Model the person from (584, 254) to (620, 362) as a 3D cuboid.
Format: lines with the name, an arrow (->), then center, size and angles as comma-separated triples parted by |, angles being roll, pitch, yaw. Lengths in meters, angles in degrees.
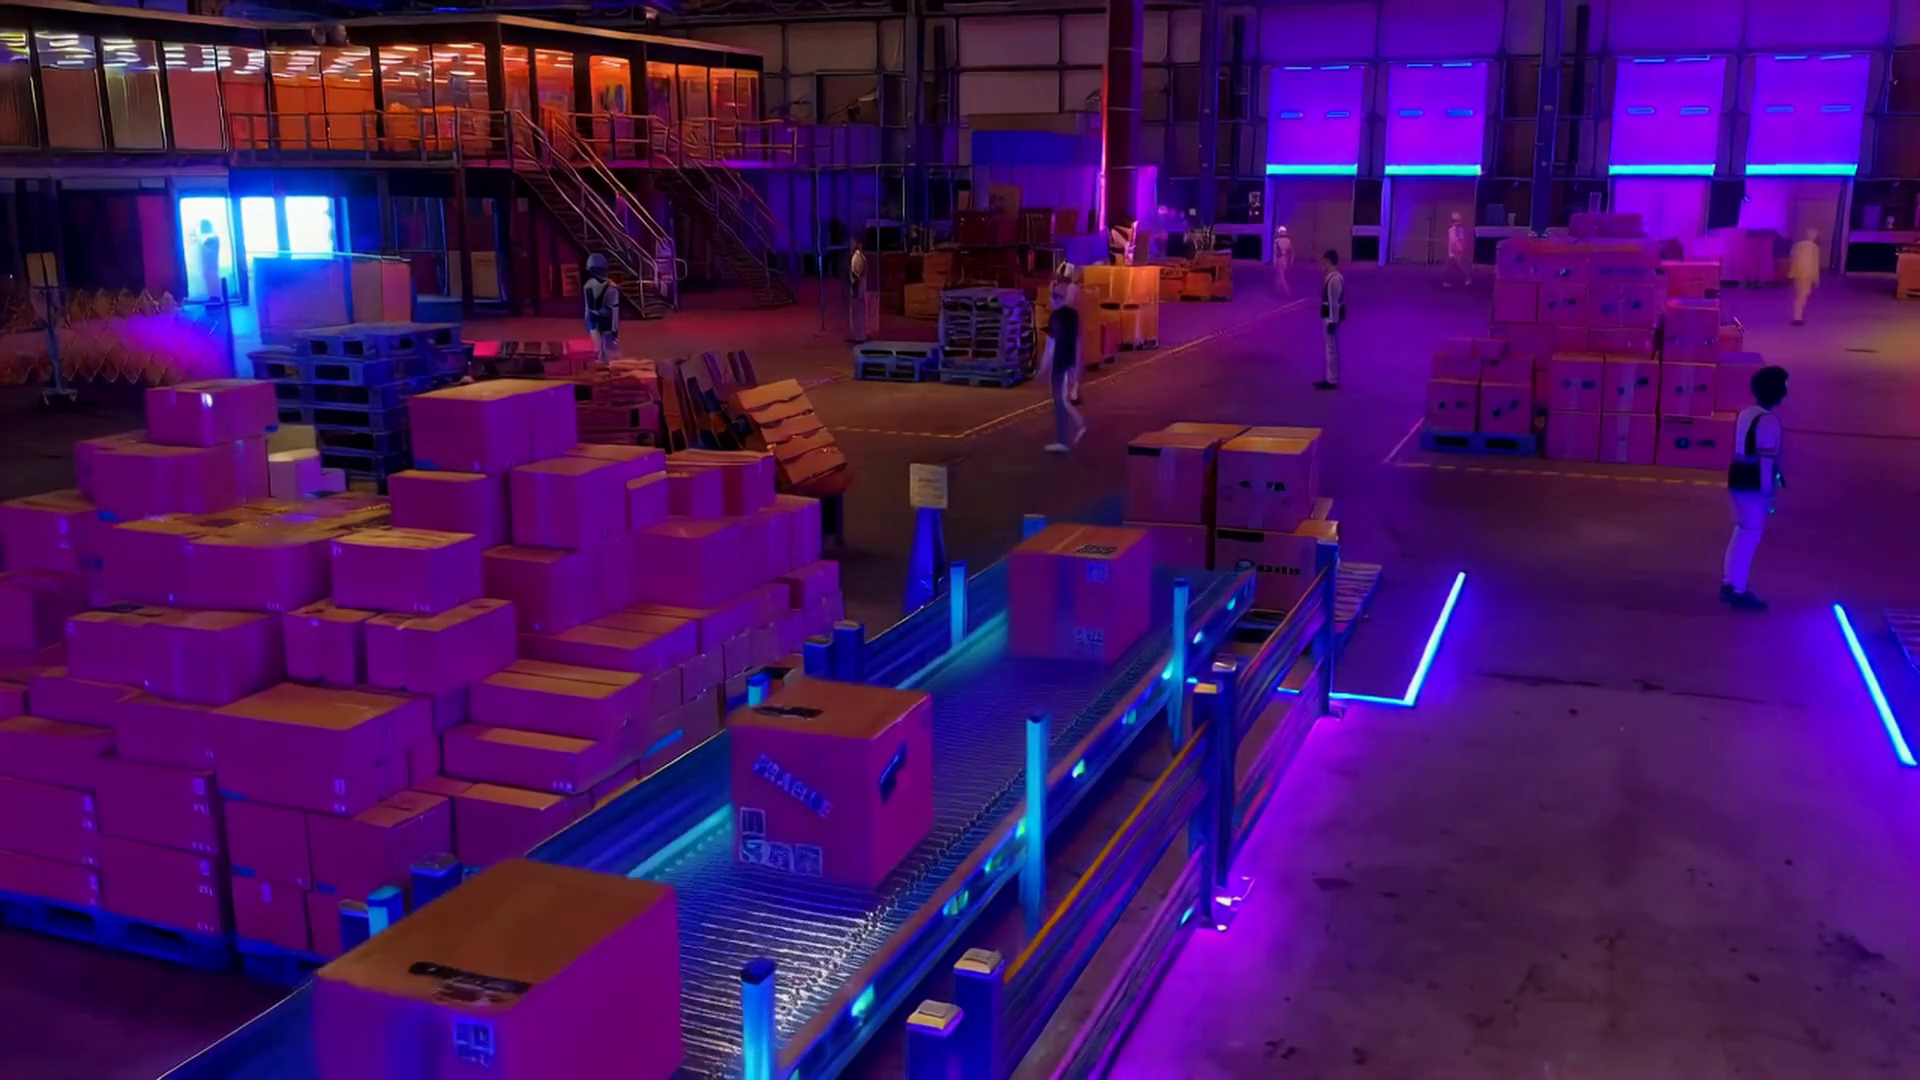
person -> -4.710, -2.781, 21.830 | 0.541, 1.928, 0.398 | 5, 14, 23

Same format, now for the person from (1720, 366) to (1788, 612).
person -> 5.478, -0.354, 11.475 | 0.319, 1.693, 0.533 | 2, 13, 9

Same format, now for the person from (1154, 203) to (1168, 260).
person -> 6.269, -9.686, 52.718 | 0.774, 1.969, 0.626 | 8, 15, 32

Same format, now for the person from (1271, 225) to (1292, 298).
person -> 7.613, -6.535, 39.126 | 0.489, 1.716, 0.723 | -7, 14, -28

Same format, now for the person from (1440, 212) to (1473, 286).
person -> 12.918, -7.531, 43.140 | 0.600, 1.926, 0.824 | -8, 15, -31

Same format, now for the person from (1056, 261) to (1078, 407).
person -> 1.357, -2.626, 21.262 | 0.319, 1.865, 0.521 | 1, 13, 3

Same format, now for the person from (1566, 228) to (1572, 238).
person -> 16.034, -7.489, 43.131 | 0.626, 1.844, 0.429 | 11, 16, 40

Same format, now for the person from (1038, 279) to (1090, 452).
person -> 1.099, -1.850, 17.807 | 0.424, 1.856, 0.530 | 11, 17, 41

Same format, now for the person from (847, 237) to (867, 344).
person -> -1.795, -4.332, 28.958 | 0.345, 1.846, 0.508 | 2, 13, 10

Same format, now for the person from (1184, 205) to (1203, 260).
person -> 7.127, -9.270, 50.920 | 0.589, 1.928, 0.384 | -3, 13, -12

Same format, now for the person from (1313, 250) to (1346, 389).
person -> 5.142, -3.044, 23.019 | 0.375, 1.915, 0.598 | 1, 13, 6

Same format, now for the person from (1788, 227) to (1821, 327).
person -> 16.359, -5.087, 32.173 | 0.453, 1.918, 0.650 | -4, 13, -18

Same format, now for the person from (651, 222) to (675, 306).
person -> -6.433, -5.970, 36.217 | 0.586, 1.882, 0.340 | 6, 14, 26
